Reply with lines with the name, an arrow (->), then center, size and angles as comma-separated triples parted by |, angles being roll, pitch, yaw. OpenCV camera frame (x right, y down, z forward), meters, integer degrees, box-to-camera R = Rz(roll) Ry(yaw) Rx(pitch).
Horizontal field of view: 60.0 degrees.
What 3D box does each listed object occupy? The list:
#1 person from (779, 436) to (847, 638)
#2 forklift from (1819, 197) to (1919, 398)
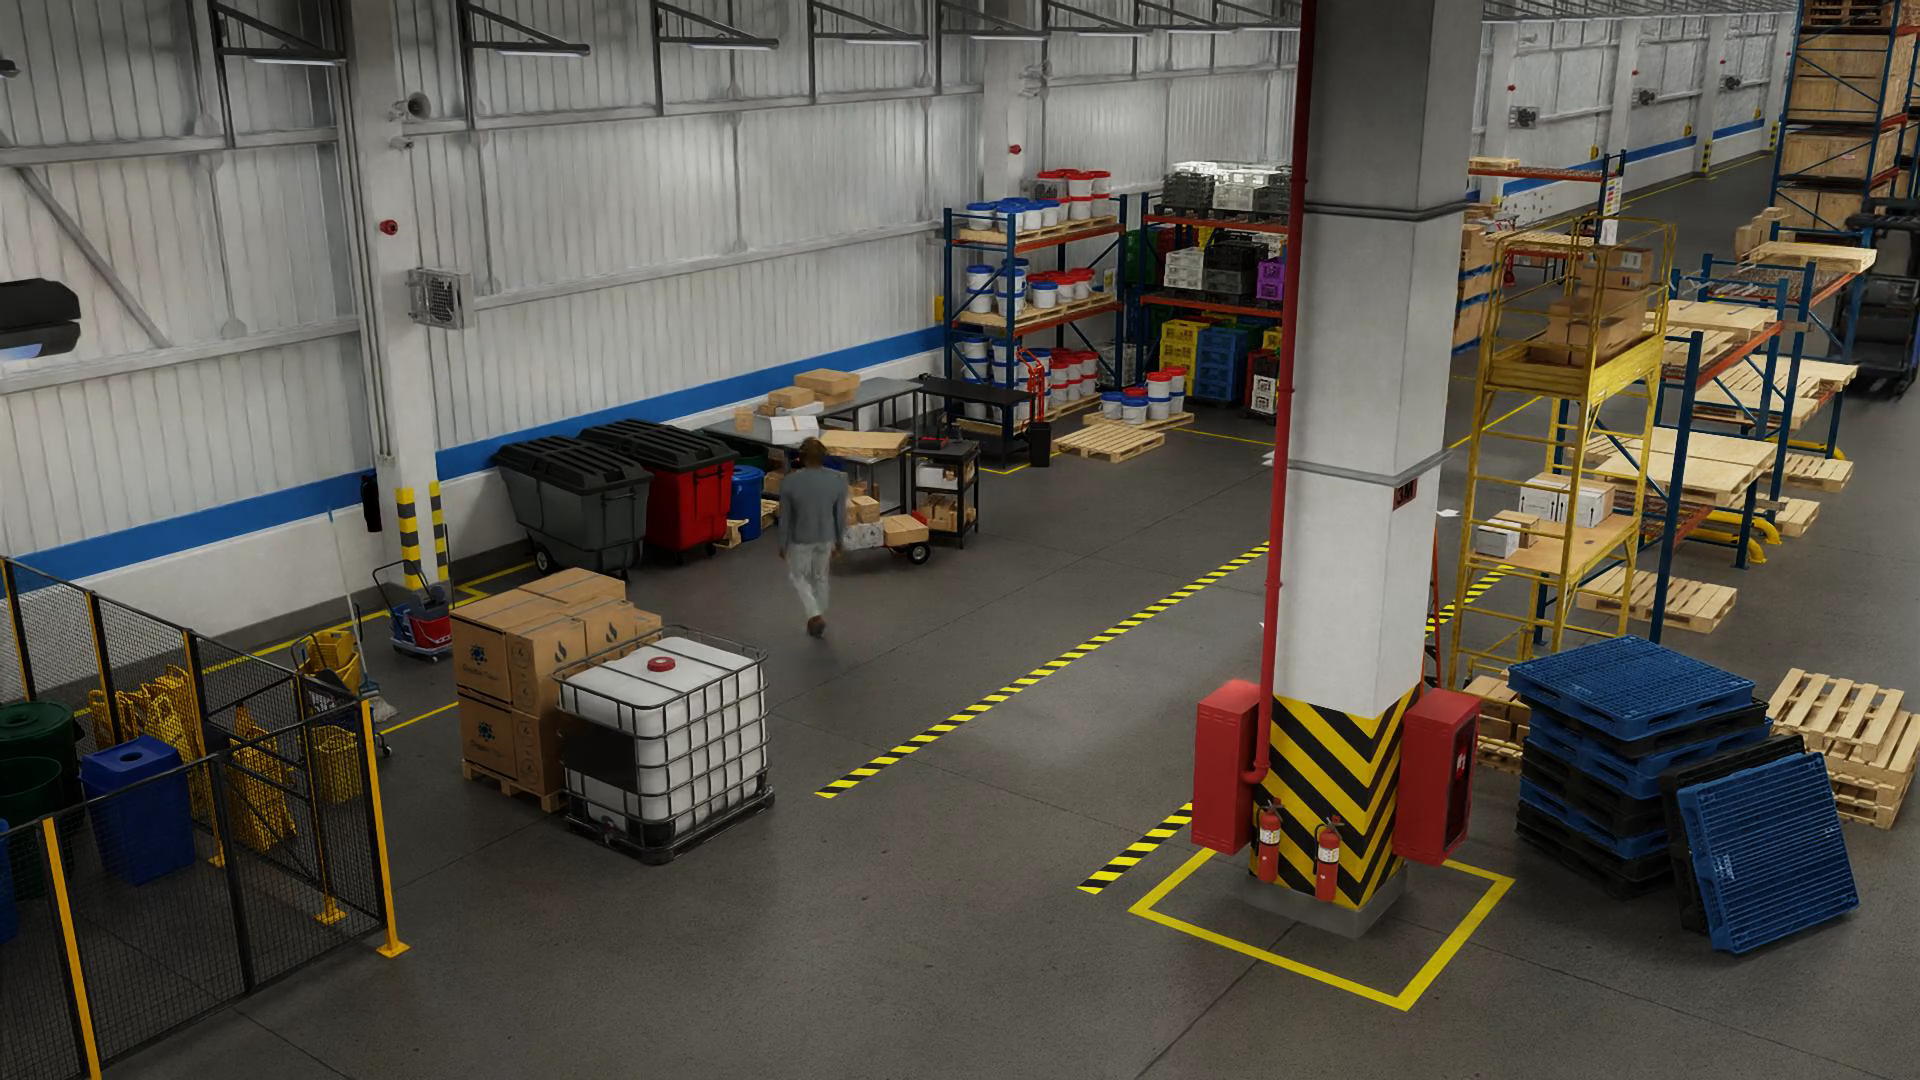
person -> -1.340, -0.009, 15.148 | 0.636, 1.922, 0.473 | -7, 19, -20
forklift -> 13.925, -3.728, 25.029 | 1.129, 2.768, 1.873 | 13, 22, 34
